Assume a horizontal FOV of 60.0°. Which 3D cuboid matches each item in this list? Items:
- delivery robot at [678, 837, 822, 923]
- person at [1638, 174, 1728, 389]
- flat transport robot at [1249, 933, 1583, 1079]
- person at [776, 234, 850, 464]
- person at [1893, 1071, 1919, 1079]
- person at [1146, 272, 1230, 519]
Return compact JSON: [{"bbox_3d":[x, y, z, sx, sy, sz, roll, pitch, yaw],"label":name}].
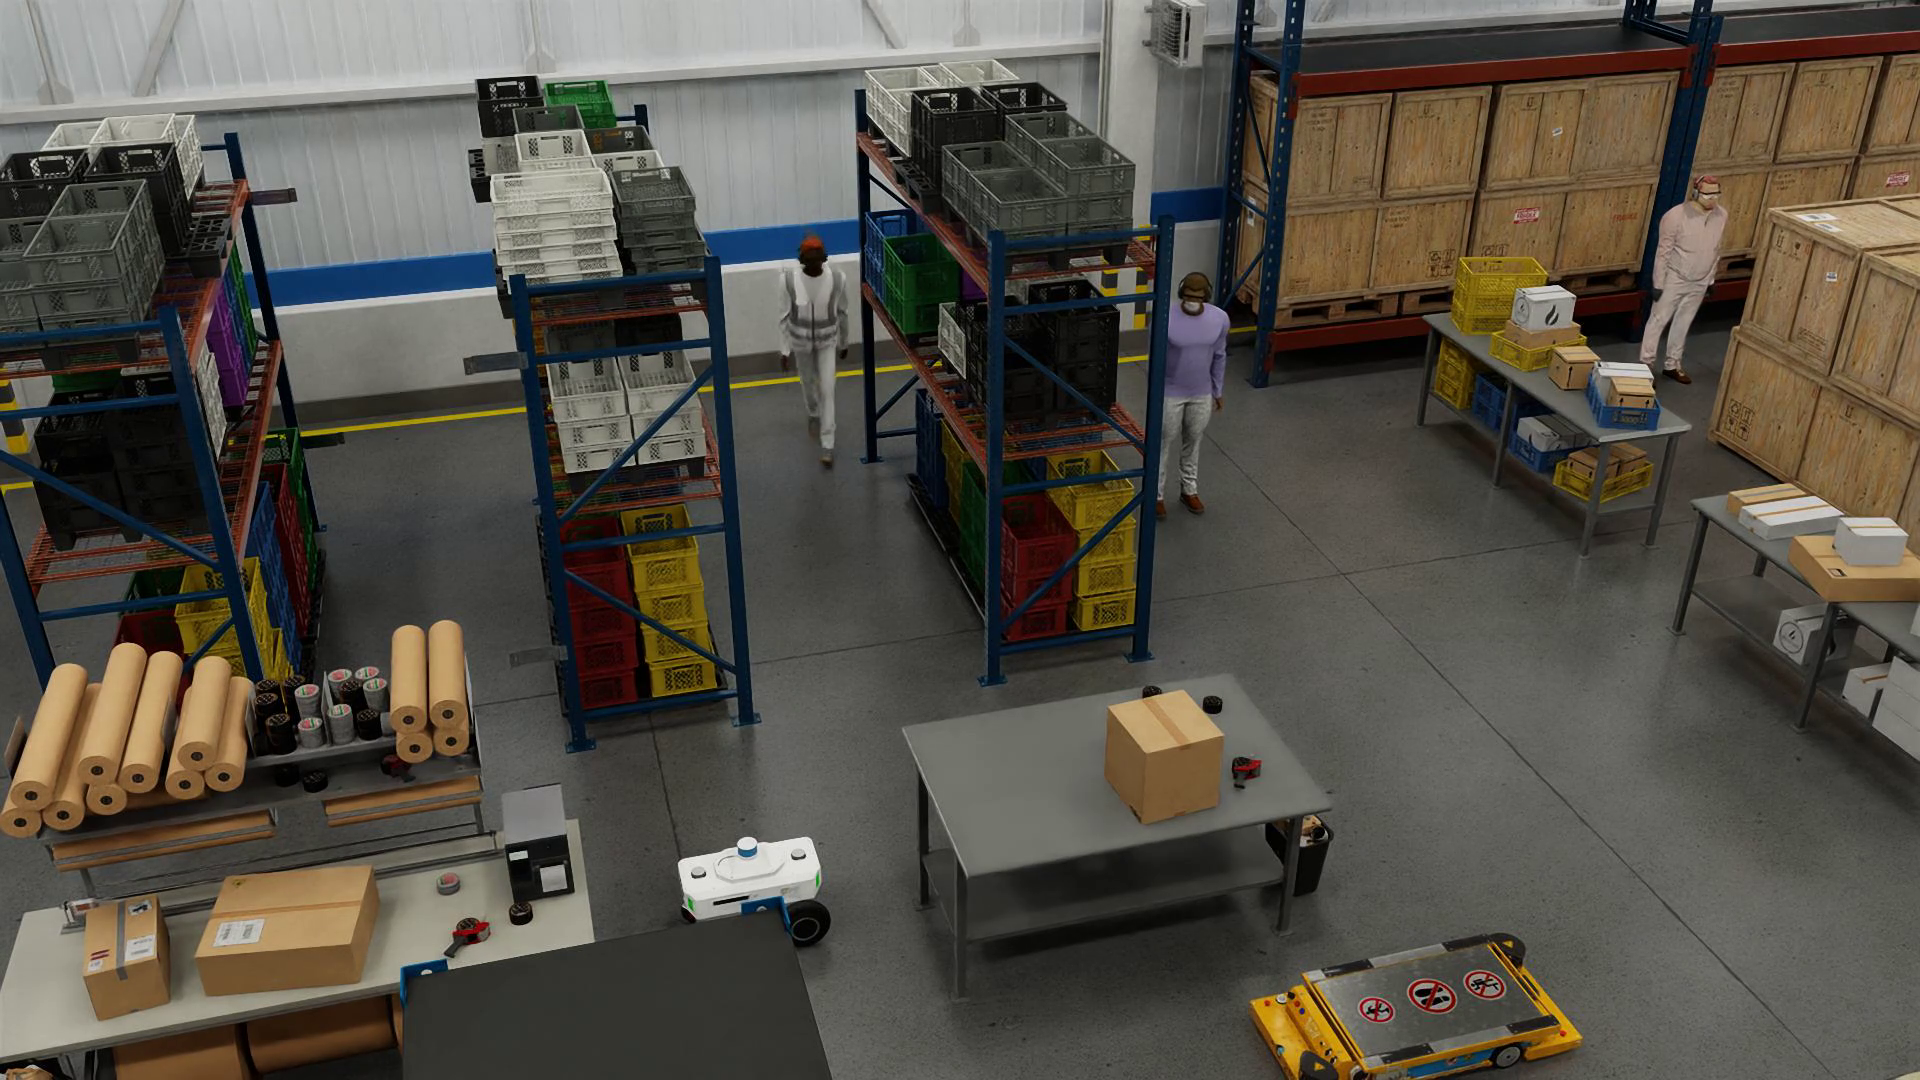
[{"bbox_3d":[-1.084,1.750,8.563,0.707,0.478,0.477,-8,30,-14],"label":"delivery robot"},{"bbox_3d":[6.361,-2.268,14.573,0.640,1.910,0.401,-7,30,-12],"label":"person"},{"bbox_3d":[2.184,2.282,7.980,1.431,0.197,0.652,-8,30,-14],"label":"flat transport robot"},{"bbox_3d":[-1.173,-1.575,13.407,0.579,1.827,1.030,-2,29,-4],"label":"person"},{"bbox_3d":[3.469,2.454,6.065,0.589,1.827,0.404,-7,30,-12],"label":"person"},{"bbox_3d":[1.682,-1.087,12.396,0.628,1.936,0.377,-7,30,-12],"label":"person"}]
